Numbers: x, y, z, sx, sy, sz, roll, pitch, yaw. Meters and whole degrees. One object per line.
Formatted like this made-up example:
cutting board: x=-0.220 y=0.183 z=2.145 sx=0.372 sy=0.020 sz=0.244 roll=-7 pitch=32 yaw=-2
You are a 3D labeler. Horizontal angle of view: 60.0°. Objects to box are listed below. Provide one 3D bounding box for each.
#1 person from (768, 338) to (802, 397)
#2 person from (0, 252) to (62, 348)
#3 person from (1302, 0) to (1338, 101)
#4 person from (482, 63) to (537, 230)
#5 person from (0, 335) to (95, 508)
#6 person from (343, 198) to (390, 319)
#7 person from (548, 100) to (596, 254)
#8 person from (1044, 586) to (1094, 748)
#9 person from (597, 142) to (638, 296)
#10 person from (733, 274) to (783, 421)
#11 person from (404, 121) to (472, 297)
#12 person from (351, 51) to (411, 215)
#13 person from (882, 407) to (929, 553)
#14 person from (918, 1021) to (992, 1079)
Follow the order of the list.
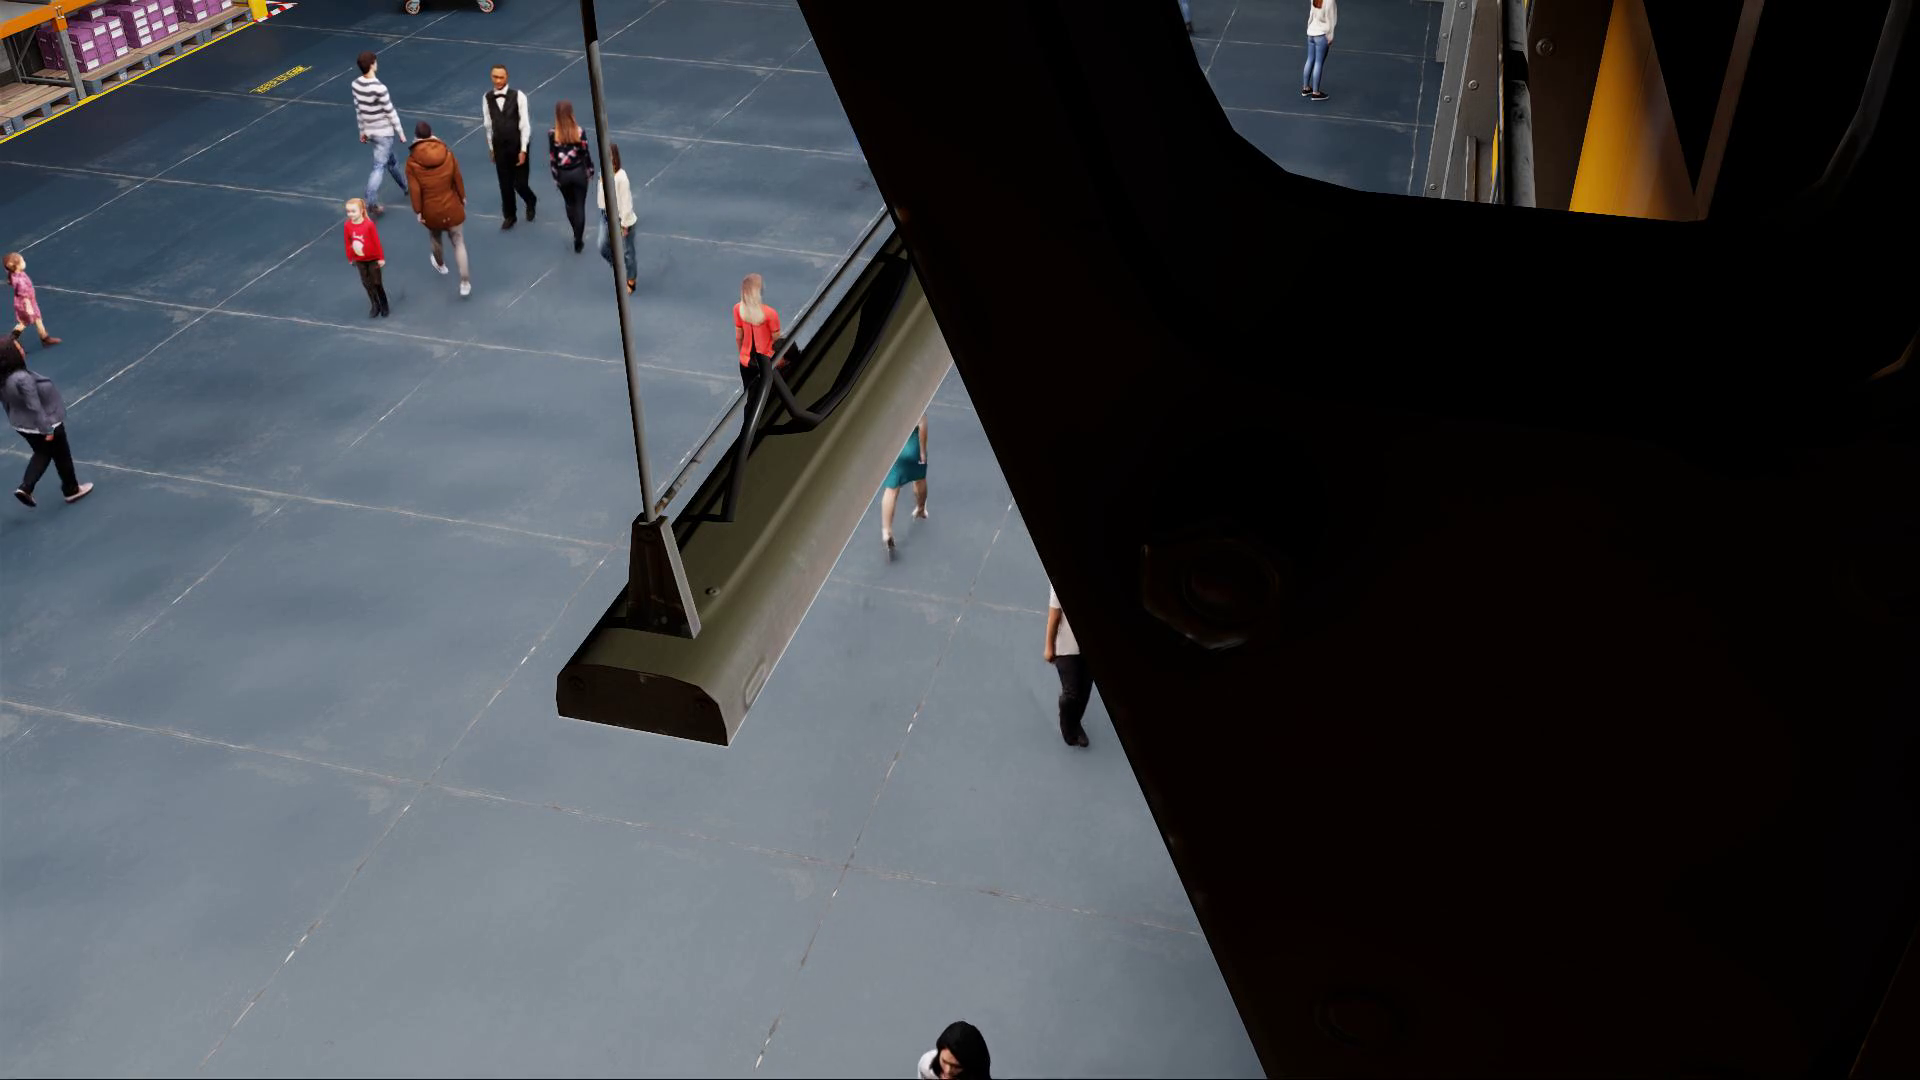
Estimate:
person: x=-1.326 y=-0.938 z=13.686 sx=0.758 sy=1.632 sz=1.151 roll=15 pitch=36 yaw=21
person: x=-9.228 y=-2.322 z=16.331 sx=0.759 sy=1.011 sz=0.631 roll=-28 pitch=42 yaw=-35
person: x=4.865 y=-6.829 z=22.495 sx=0.762 sy=1.692 sz=0.682 roll=-14 pitch=36 yaw=-20
person: x=-5.016 y=-4.445 z=18.722 sx=0.772 sy=1.898 sz=0.868 roll=7 pitch=34 yaw=10
person: x=-7.693 y=-0.944 z=13.742 sx=0.769 sy=1.581 sz=0.904 roll=17 pitch=37 yaw=23
person: x=-6.024 y=-2.895 z=16.956 sx=0.554 sy=1.273 sz=0.565 roll=1 pitch=34 yaw=1
person: x=-4.254 y=-3.948 z=18.191 sx=0.743 sy=1.659 sz=0.918 roll=-1 pitch=34 yaw=-1
person: x=0.779 y=0.637 z=11.250 sx=0.755 sy=1.706 sz=0.779 roll=-12 pitch=35 yaw=-17
person: x=-3.490 y=-3.352 z=17.283 sx=0.747 sy=1.672 sz=0.754 roll=25 pitch=41 yaw=32
person: x=-1.743 y=-1.532 z=14.524 sx=0.611 sy=1.695 sz=0.549 roll=12 pitch=35 yaw=17
person: x=-5.351 y=-3.374 z=17.224 sx=1.168 sy=1.774 sz=1.261 roll=-14 pitch=36 yaw=-20
person: x=-6.722 y=-4.614 z=19.068 sx=0.893 sy=1.798 sz=1.291 roll=18 pitch=38 yaw=25
person: x=-0.480 y=-0.662 z=13.258 sx=0.595 sy=1.648 sz=1.016 roll=10 pitch=35 yaw=15
person: x=0.033 y=2.856 z=7.938 sx=0.789 sy=1.677 sz=0.993 roll=19 pitch=38 yaw=26
